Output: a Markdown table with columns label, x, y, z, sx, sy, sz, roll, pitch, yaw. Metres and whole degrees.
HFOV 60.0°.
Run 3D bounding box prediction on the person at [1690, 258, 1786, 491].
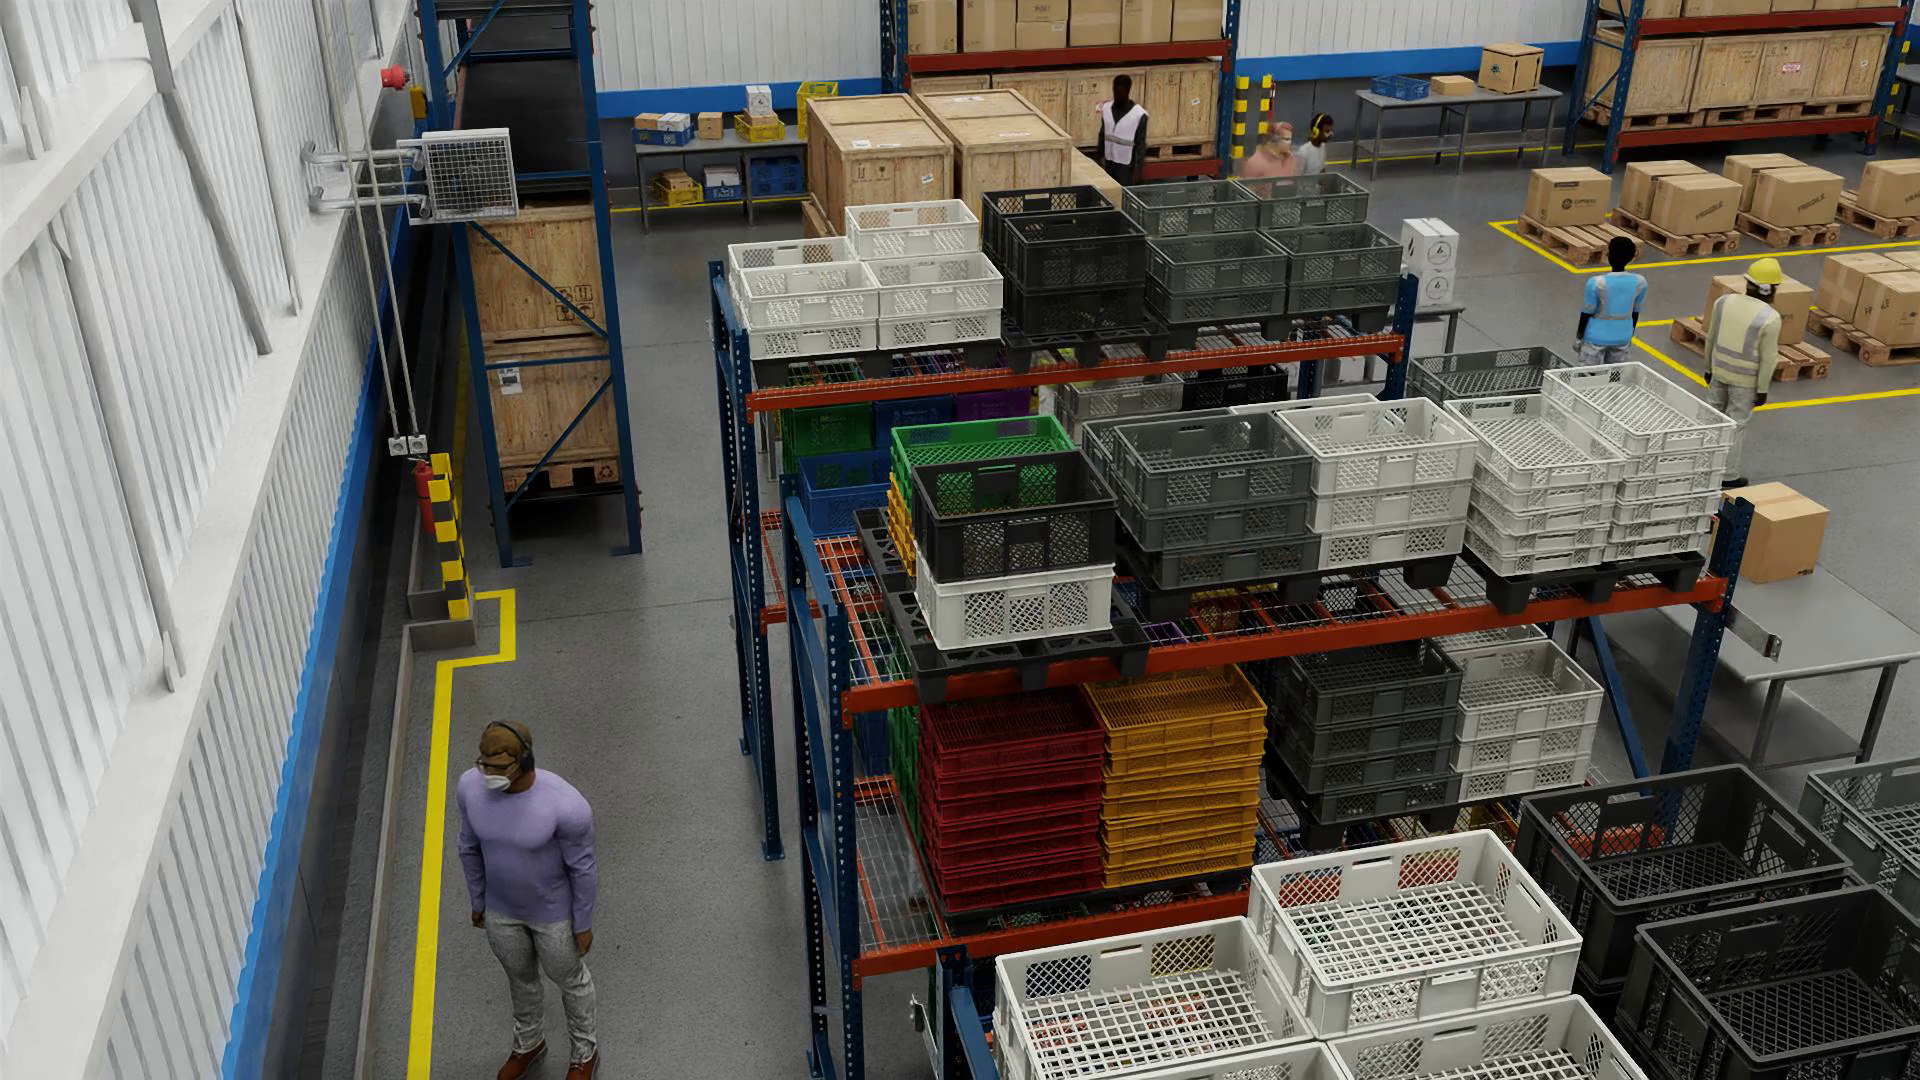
| label | x | y | z | sx | sy | sz | roll | pitch | yaw |
| --- | --- | --- | --- | --- | --- | --- | --- | --- | --- |
| person | 5.984 | -1.276 | 12.778 | 0.403 | 1.828 | 0.593 | -12 | 30 | -22 |

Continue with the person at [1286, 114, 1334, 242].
| label | x | y | z | sx | sy | sz | roll | pitch | yaw |
| --- | --- | --- | --- | --- | --- | --- | --- | --- | --- |
| person | 3.555 | -3.376 | 16.772 | 0.885 | 1.822 | 0.506 | 16 | 32 | 27 |

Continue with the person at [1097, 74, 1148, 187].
| label | x | y | z | sx | sy | sz | roll | pitch | yaw |
| --- | --- | --- | --- | --- | --- | --- | --- | --- | --- |
| person | 1.740 | -4.077 | 18.000 | 0.596 | 1.914 | 0.373 | 23 | 35 | 36 |

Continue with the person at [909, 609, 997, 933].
| label | x | y | z | sx | sy | sz | roll | pitch | yaw |
| --- | --- | --- | --- | --- | --- | --- | --- | --- | --- |
| person | -0.062 | 1.102 | 8.212 | 0.354 | 1.882 | 0.582 | -14 | 31 | -25 |

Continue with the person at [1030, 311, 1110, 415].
| label | x | y | z | sx | sy | sz | roll | pitch | yaw |
| --- | --- | --- | --- | --- | --- | --- | --- | --- | --- |
| person | 0.819 | -1.225 | 12.669 | 0.634 | 1.841 | 0.429 | 4 | 28 | 8 |

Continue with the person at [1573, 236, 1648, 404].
| label | x | y | z | sx | sy | sz | roll | pitch | yaw |
| --- | --- | --- | --- | --- | --- | --- | --- | --- | --- |
| person | 5.302 | -1.658 | 13.653 | 0.536 | 1.691 | 0.319 | -4 | 28 | -7 |

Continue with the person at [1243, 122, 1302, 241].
| label | x | y | z | sx | sy | sz | roll | pitch | yaw |
| --- | --- | --- | --- | --- | --- | --- | --- | --- | --- |
| person | 3.051 | -3.131 | 16.232 | 0.653 | 1.886 | 0.471 | -23 | 36 | -37 |

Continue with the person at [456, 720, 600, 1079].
| label | x | y | z | sx | sy | sz | roll | pitch | yaw |
| --- | --- | --- | --- | --- | --- | --- | --- | --- | --- |
| person | -1.855 | 1.596 | 7.215 | 0.630 | 1.940 | 0.372 | 7 | 29 | 14 |
